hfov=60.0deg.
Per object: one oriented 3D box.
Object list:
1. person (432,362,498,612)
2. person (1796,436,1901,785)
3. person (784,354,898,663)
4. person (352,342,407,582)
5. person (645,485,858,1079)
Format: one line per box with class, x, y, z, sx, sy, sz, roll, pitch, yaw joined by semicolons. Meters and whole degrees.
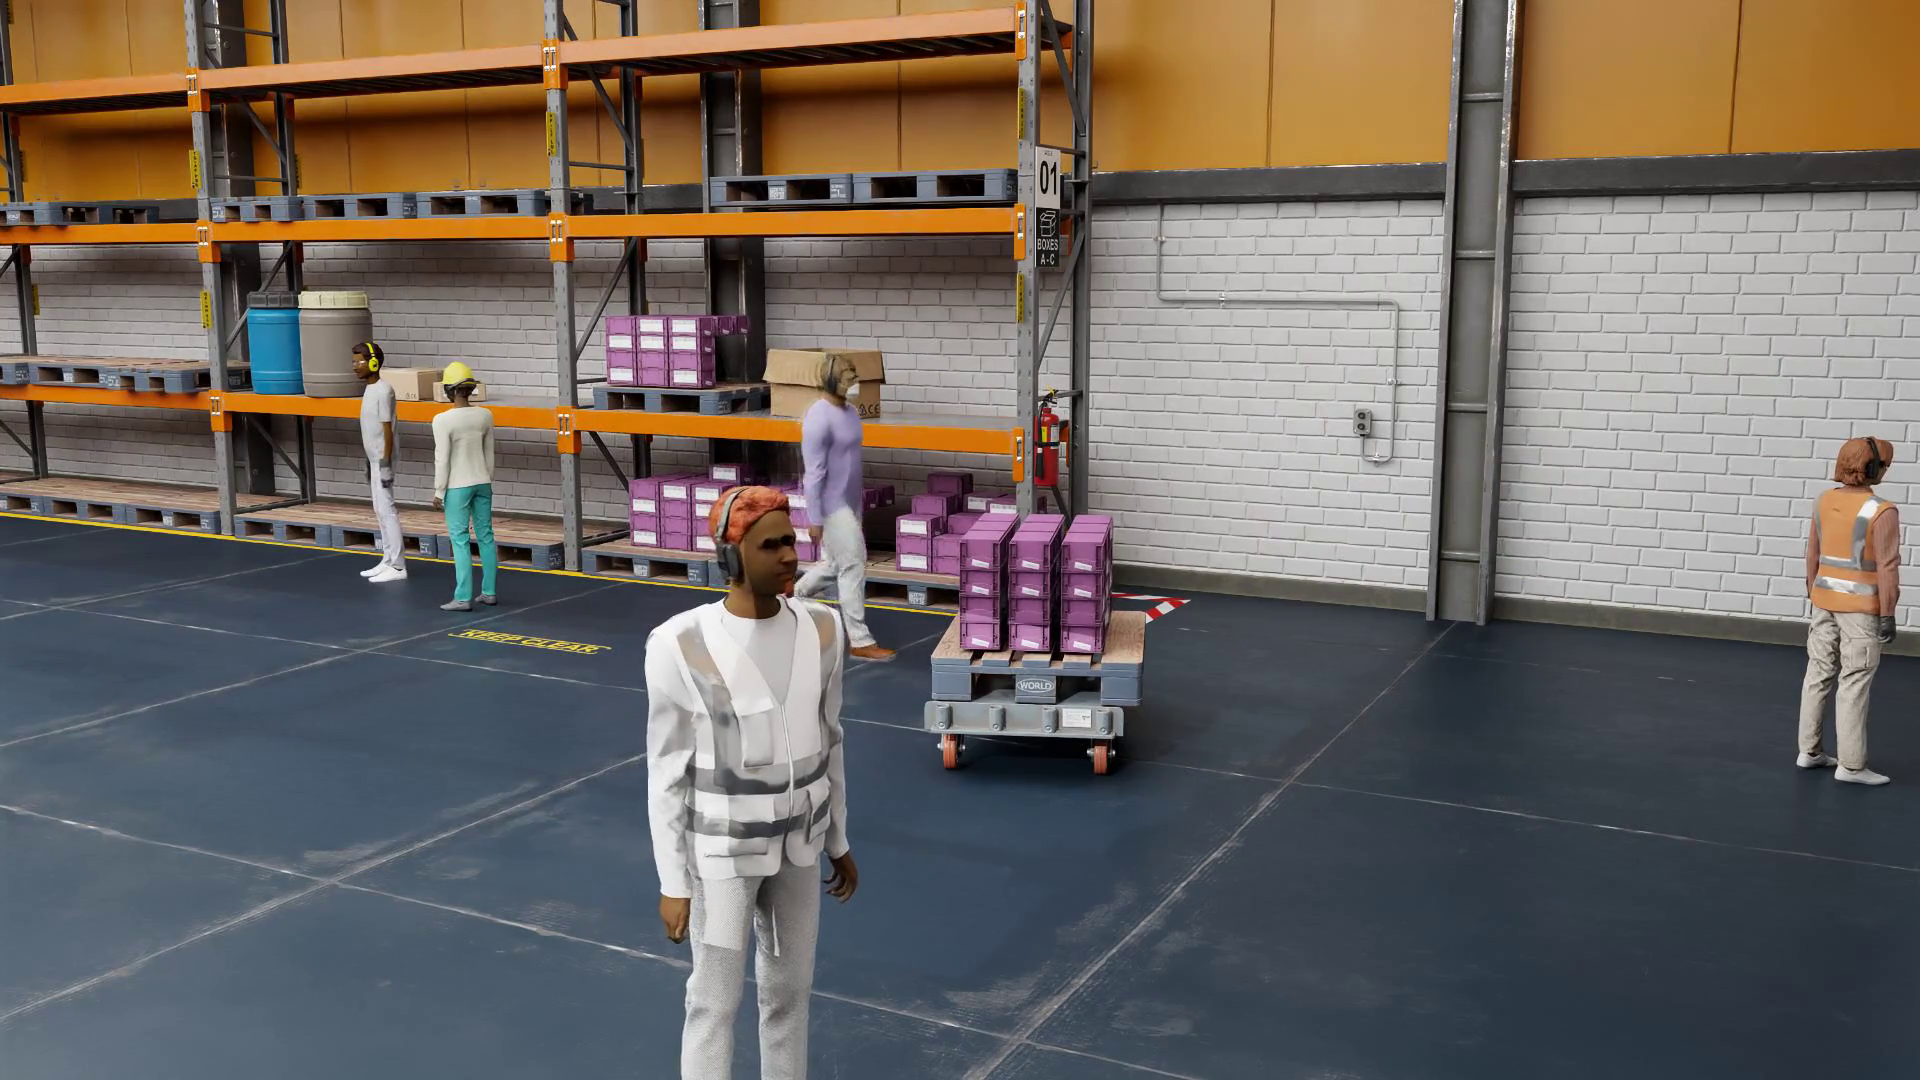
person;-3.516;-0.374;11.799;0.309;1.769;0.523;6;11;31
person;4.199;0.330;7.849;0.306;1.640;0.522;-2;10;-14
person;-0.826;-0.200;10.291;0.869;1.911;0.636;3;10;16
person;-4.524;-0.604;12.943;0.325;1.860;0.514;-6;11;-32
person;-0.512;0.798;4.209;0.581;1.884;0.351;-8;12;-41
